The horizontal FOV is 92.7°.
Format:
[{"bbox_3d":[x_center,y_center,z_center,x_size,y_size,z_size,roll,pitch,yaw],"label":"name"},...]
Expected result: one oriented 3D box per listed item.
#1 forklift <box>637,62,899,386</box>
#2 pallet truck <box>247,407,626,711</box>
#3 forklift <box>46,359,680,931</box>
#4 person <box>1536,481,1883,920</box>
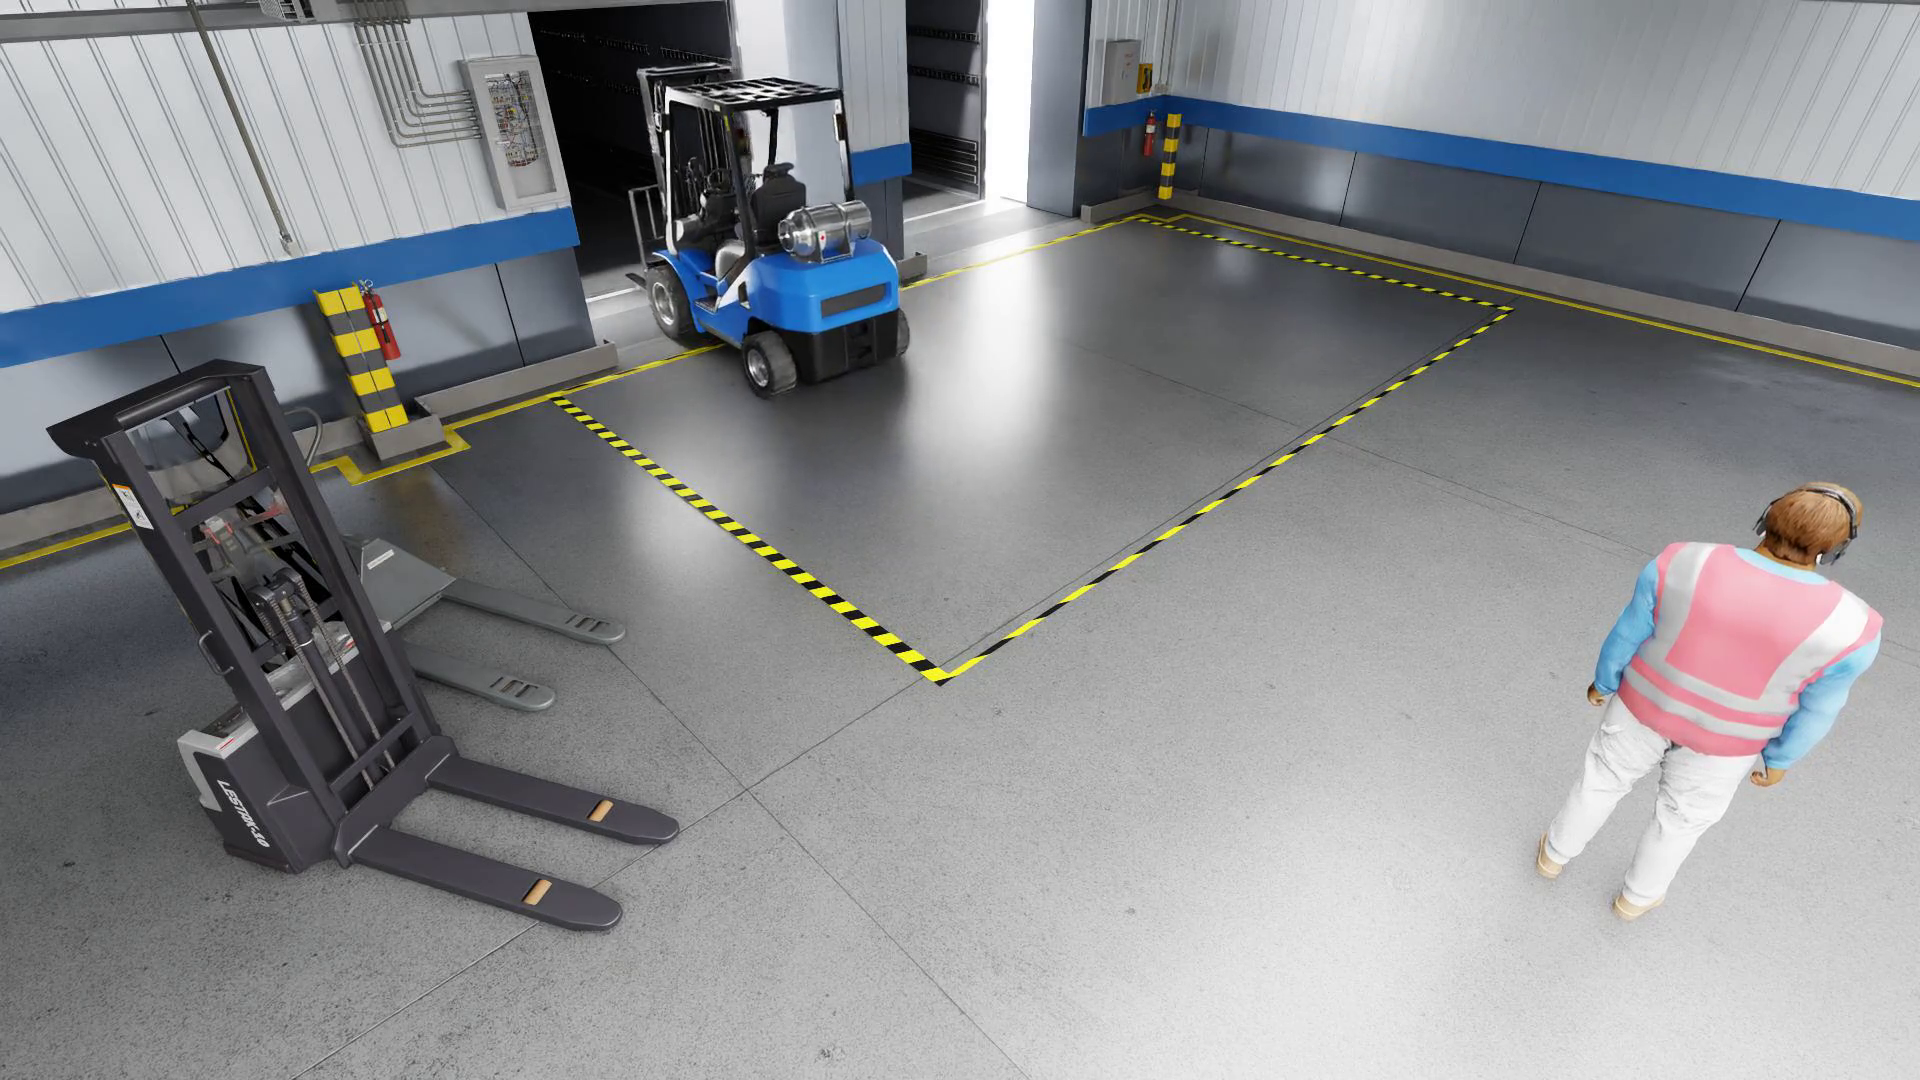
[{"bbox_3d":[-1.662,-2.711,7.632,1.157,2.036,2.680,-26,42,-33],"label":"forklift"},{"bbox_3d":[-2.628,0.038,4.590,1.601,1.201,0.680,12,36,18],"label":"pallet truck"},{"bbox_3d":[-2.135,0.422,3.354,1.885,1.965,0.823,10,35,14],"label":"forklift"},{"bbox_3d":[2.563,0.609,3.215,0.429,1.841,0.632,-28,43,-35],"label":"person"}]
